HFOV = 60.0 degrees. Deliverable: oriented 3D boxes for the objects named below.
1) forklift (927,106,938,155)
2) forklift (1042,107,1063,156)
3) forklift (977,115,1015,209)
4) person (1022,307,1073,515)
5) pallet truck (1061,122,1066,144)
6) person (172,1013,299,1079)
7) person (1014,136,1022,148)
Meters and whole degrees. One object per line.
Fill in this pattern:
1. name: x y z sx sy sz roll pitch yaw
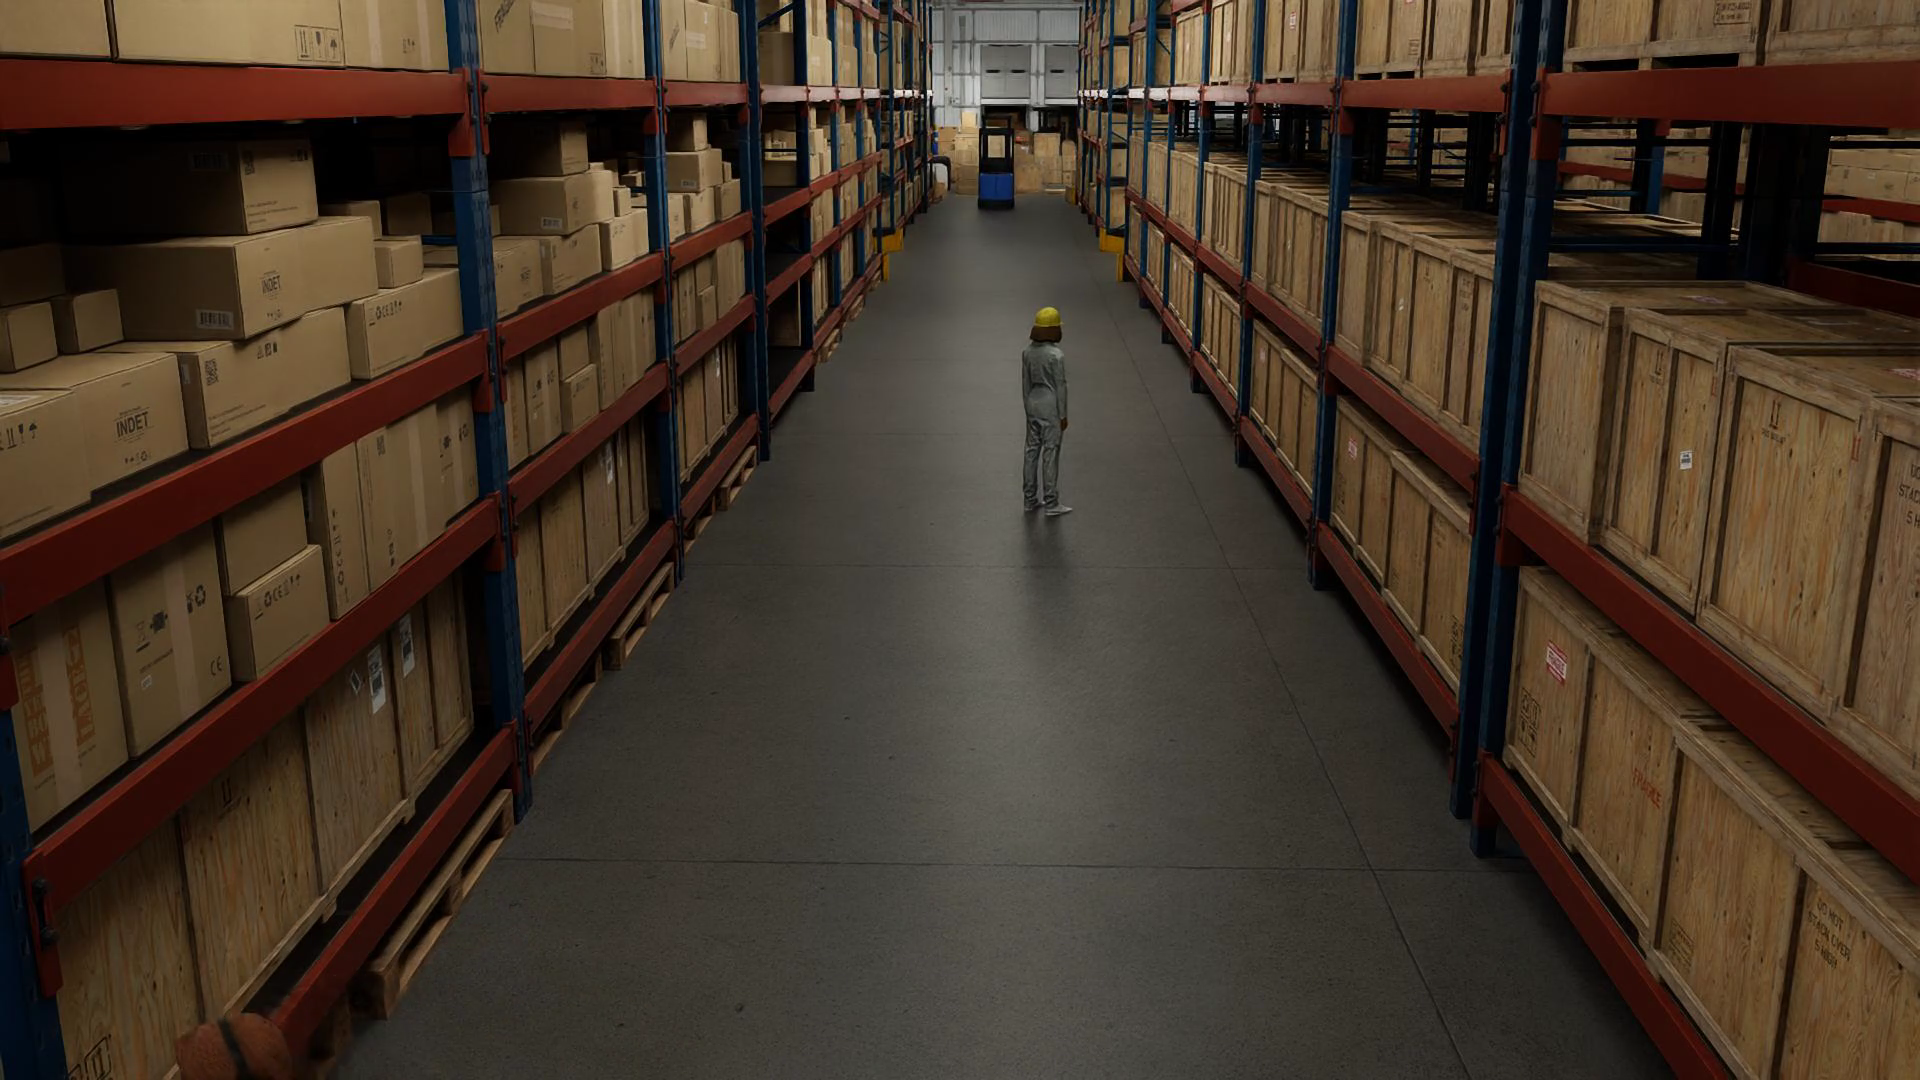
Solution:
1. forklift: -1.527 -20.289 83.281 1.873 2.768 1.129 8 17 27
2. forklift: 4.386 -19.135 78.988 1.129 2.768 1.873 -7 17 -24
3. forklift: 1.110 -11.558 50.795 1.129 2.768 1.873 0 15 2
4. person: 0.730 -1.082 13.974 0.297 1.744 0.487 -13 20 -40
5. pallet truck: 5.788 -21.111 88.014 1.885 1.965 0.823 5 16 18
6. person: -1.539 1.786 3.560 0.524 1.598 0.802 14 21 42
7. person: 2.174 -14.015 61.777 0.525 1.911 0.572 8 17 27
